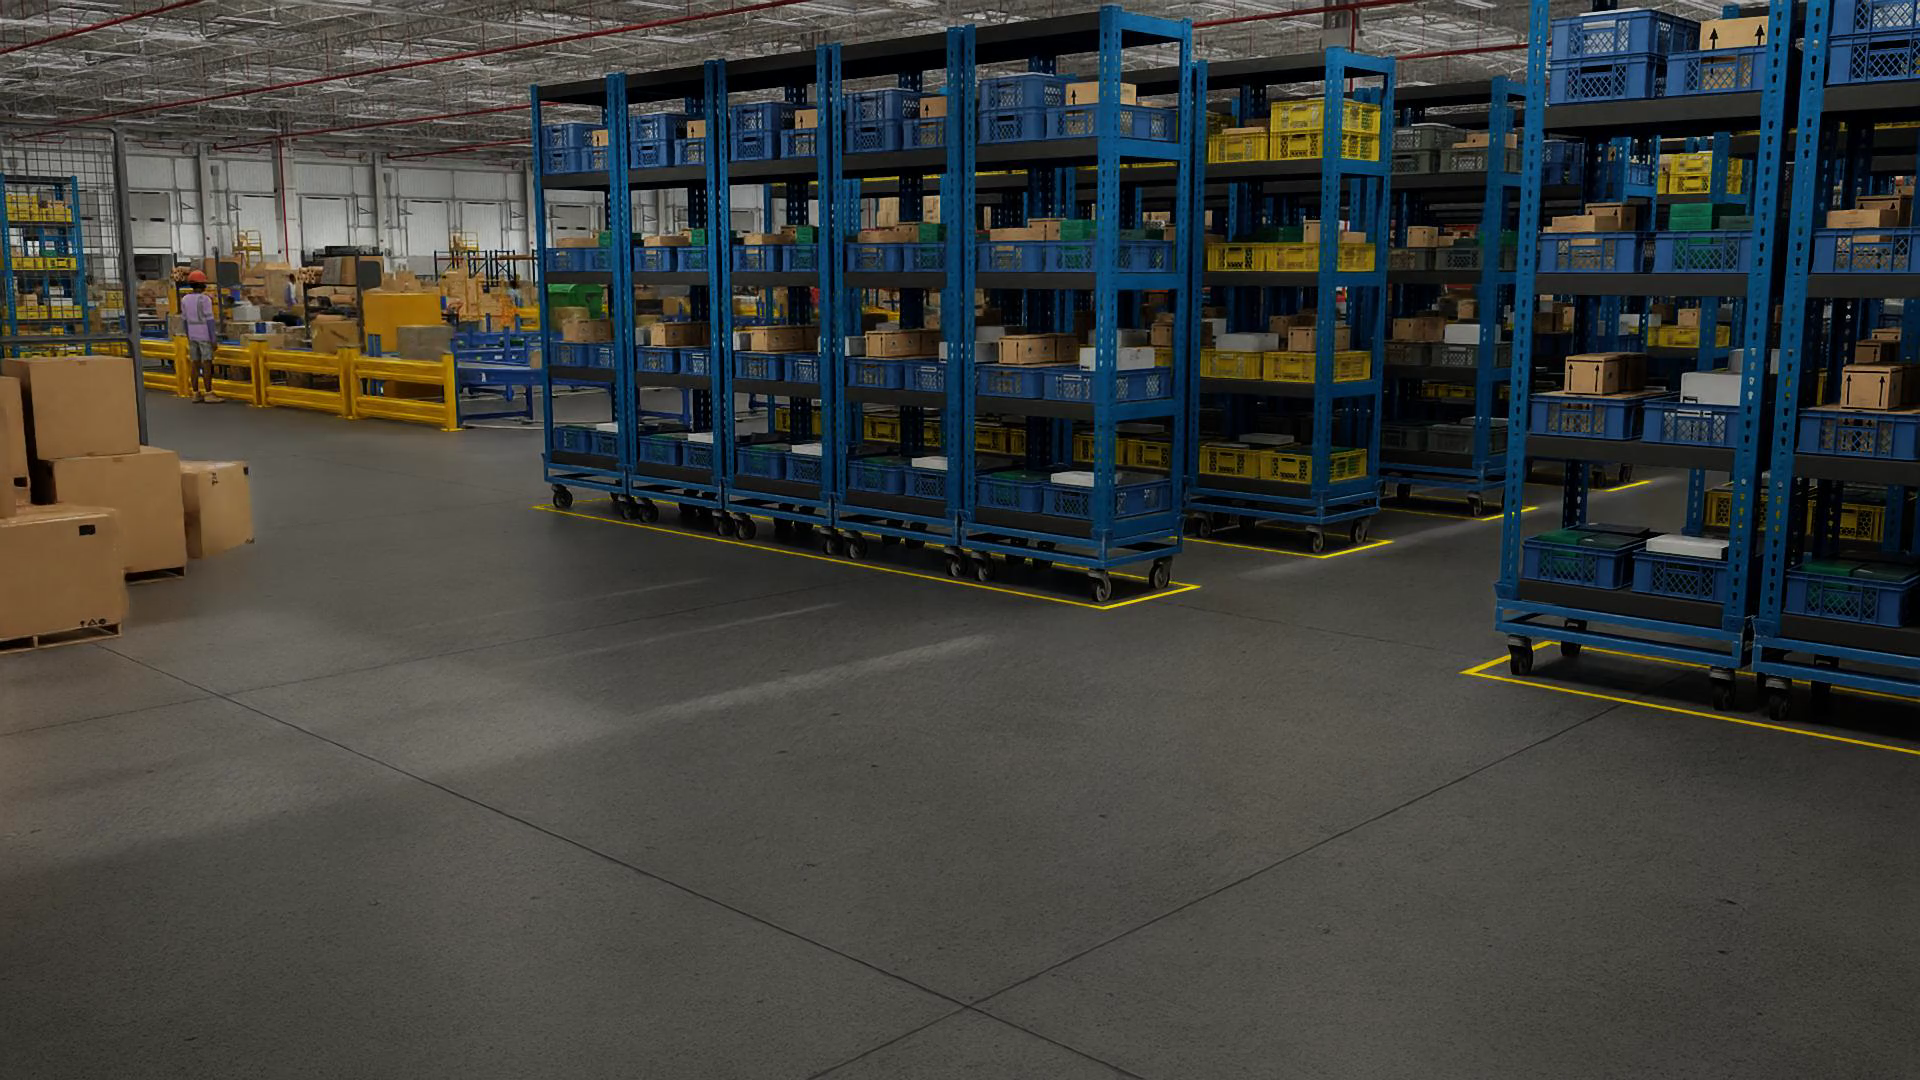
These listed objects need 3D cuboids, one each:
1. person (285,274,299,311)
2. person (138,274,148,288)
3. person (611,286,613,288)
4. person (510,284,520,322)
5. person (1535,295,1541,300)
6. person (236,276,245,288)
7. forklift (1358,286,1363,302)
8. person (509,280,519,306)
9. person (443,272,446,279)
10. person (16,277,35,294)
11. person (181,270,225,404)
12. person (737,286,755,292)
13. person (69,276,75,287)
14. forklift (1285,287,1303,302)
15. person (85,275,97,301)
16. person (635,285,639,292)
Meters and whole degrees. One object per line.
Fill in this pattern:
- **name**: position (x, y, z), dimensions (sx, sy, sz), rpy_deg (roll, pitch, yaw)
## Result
- **person**: position (-25.183, -9.089, 62.791), dimensions (1.023, 1.860, 0.607), rpy_deg (-1, 9, -7)
- **person**: position (-39.687, -12.029, 81.025), dimensions (0.961, 1.791, 0.646), rpy_deg (-2, 10, -14)
- **person**: position (-12.693, -8.940, 61.684), dimensions (0.368, 1.922, 0.689), rpy_deg (4, 10, 24)
- **person**: position (-15.902, -8.367, 59.103), dimensions (0.632, 1.608, 0.521), rpy_deg (-5, 11, -30)
- **person**: position (15.370, -6.151, 44.908), dimensions (0.589, 1.824, 0.404), rpy_deg (-1, 9, -4)
- **person**: position (-25.464, -8.417, 58.771), dimensions (0.875, 1.836, 0.519), rpy_deg (-2, 10, -14)
- **forklift**: position (11.100, -7.017, 46.970), dimensions (1.873, 2.768, 1.129), rpy_deg (9, 13, 43)
- **person**: position (-15.698, -8.282, 58.434), dimensions (0.770, 1.674, 0.539), rpy_deg (1, 9, 7)
- **person**: position (-26.259, -12.711, 84.952), dimensions (0.974, 1.878, 0.612), rpy_deg (0, 9, 2)
- **person**: position (-29.784, -7.539, 53.100), dimensions (0.541, 1.928, 0.398), rpy_deg (-9, 13, -43)
- **person**: position (-11.644, -3.107, 25.545), dimensions (0.610, 2.048, 0.362), rpy_deg (4, 10, 25)
- **person**: position (-8.582, -9.858, 66.954), dimensions (0.698, 2.000, 0.980), rpy_deg (1, 9, 5)
- **person**: position (-40.772, -11.306, 76.496), dimensions (0.604, 1.826, 0.631), rpy_deg (3, 10, 17)
- **forklift**: position (11.832, -8.955, 58.850), dimensions (1.873, 2.768, 1.129), rpy_deg (9, 13, 43)
- **person**: position (-28.611, -7.771, 54.725), dimensions (0.484, 1.850, 0.536), rpy_deg (-5, 10, -28)
- **person**: position (-20.102, -15.684, 103.854), dimensions (0.890, 1.641, 0.550), rpy_deg (-6, 11, -34)
